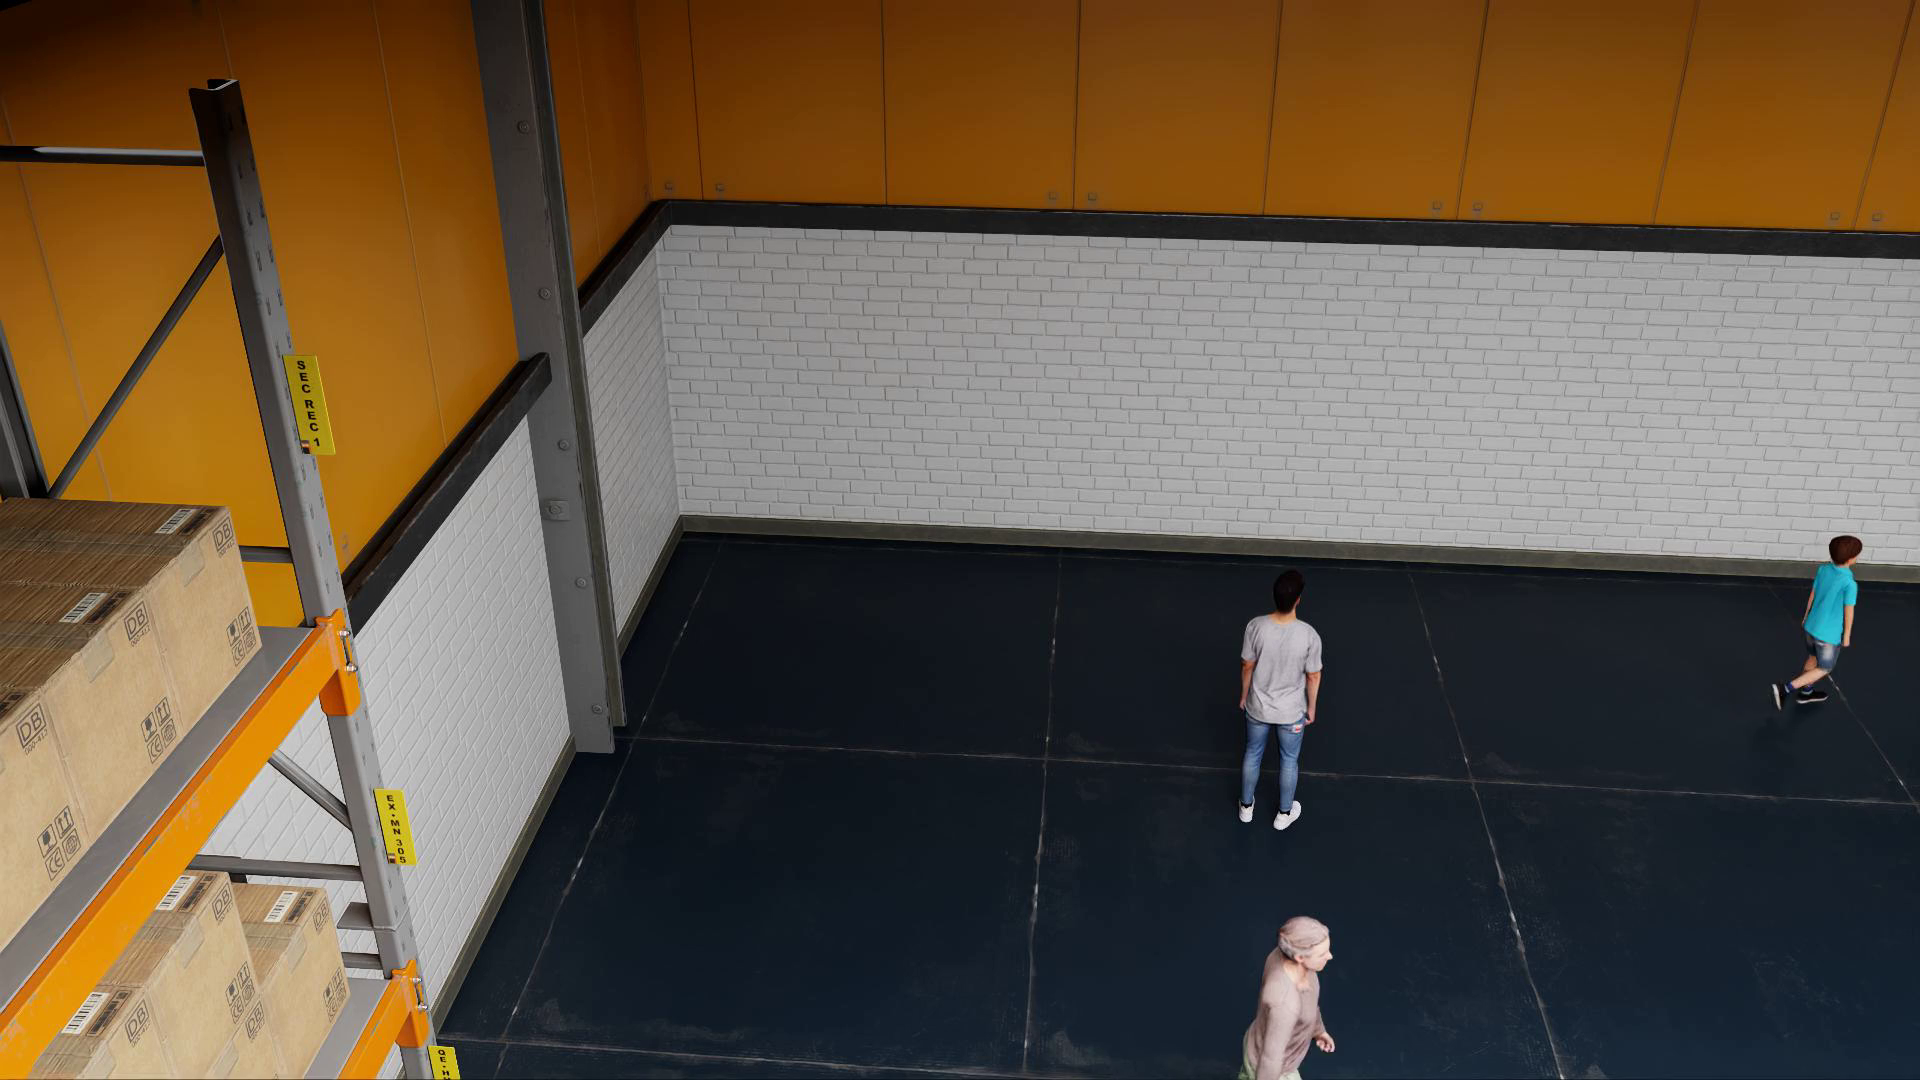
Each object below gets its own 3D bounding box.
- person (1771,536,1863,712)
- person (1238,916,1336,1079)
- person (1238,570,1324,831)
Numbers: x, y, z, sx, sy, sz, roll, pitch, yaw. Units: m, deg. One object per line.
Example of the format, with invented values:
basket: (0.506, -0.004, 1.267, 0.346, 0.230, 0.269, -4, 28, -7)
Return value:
person: (6.263, 0.632, 12.142, 0.718, 1.436, 0.801, -6, 29, -10)
person: (1.454, 2.570, 8.177, 0.758, 1.830, 1.053, 4, 29, 7)
person: (2.072, 1.048, 10.909, 0.731, 1.887, 0.656, 10, 30, 18)
